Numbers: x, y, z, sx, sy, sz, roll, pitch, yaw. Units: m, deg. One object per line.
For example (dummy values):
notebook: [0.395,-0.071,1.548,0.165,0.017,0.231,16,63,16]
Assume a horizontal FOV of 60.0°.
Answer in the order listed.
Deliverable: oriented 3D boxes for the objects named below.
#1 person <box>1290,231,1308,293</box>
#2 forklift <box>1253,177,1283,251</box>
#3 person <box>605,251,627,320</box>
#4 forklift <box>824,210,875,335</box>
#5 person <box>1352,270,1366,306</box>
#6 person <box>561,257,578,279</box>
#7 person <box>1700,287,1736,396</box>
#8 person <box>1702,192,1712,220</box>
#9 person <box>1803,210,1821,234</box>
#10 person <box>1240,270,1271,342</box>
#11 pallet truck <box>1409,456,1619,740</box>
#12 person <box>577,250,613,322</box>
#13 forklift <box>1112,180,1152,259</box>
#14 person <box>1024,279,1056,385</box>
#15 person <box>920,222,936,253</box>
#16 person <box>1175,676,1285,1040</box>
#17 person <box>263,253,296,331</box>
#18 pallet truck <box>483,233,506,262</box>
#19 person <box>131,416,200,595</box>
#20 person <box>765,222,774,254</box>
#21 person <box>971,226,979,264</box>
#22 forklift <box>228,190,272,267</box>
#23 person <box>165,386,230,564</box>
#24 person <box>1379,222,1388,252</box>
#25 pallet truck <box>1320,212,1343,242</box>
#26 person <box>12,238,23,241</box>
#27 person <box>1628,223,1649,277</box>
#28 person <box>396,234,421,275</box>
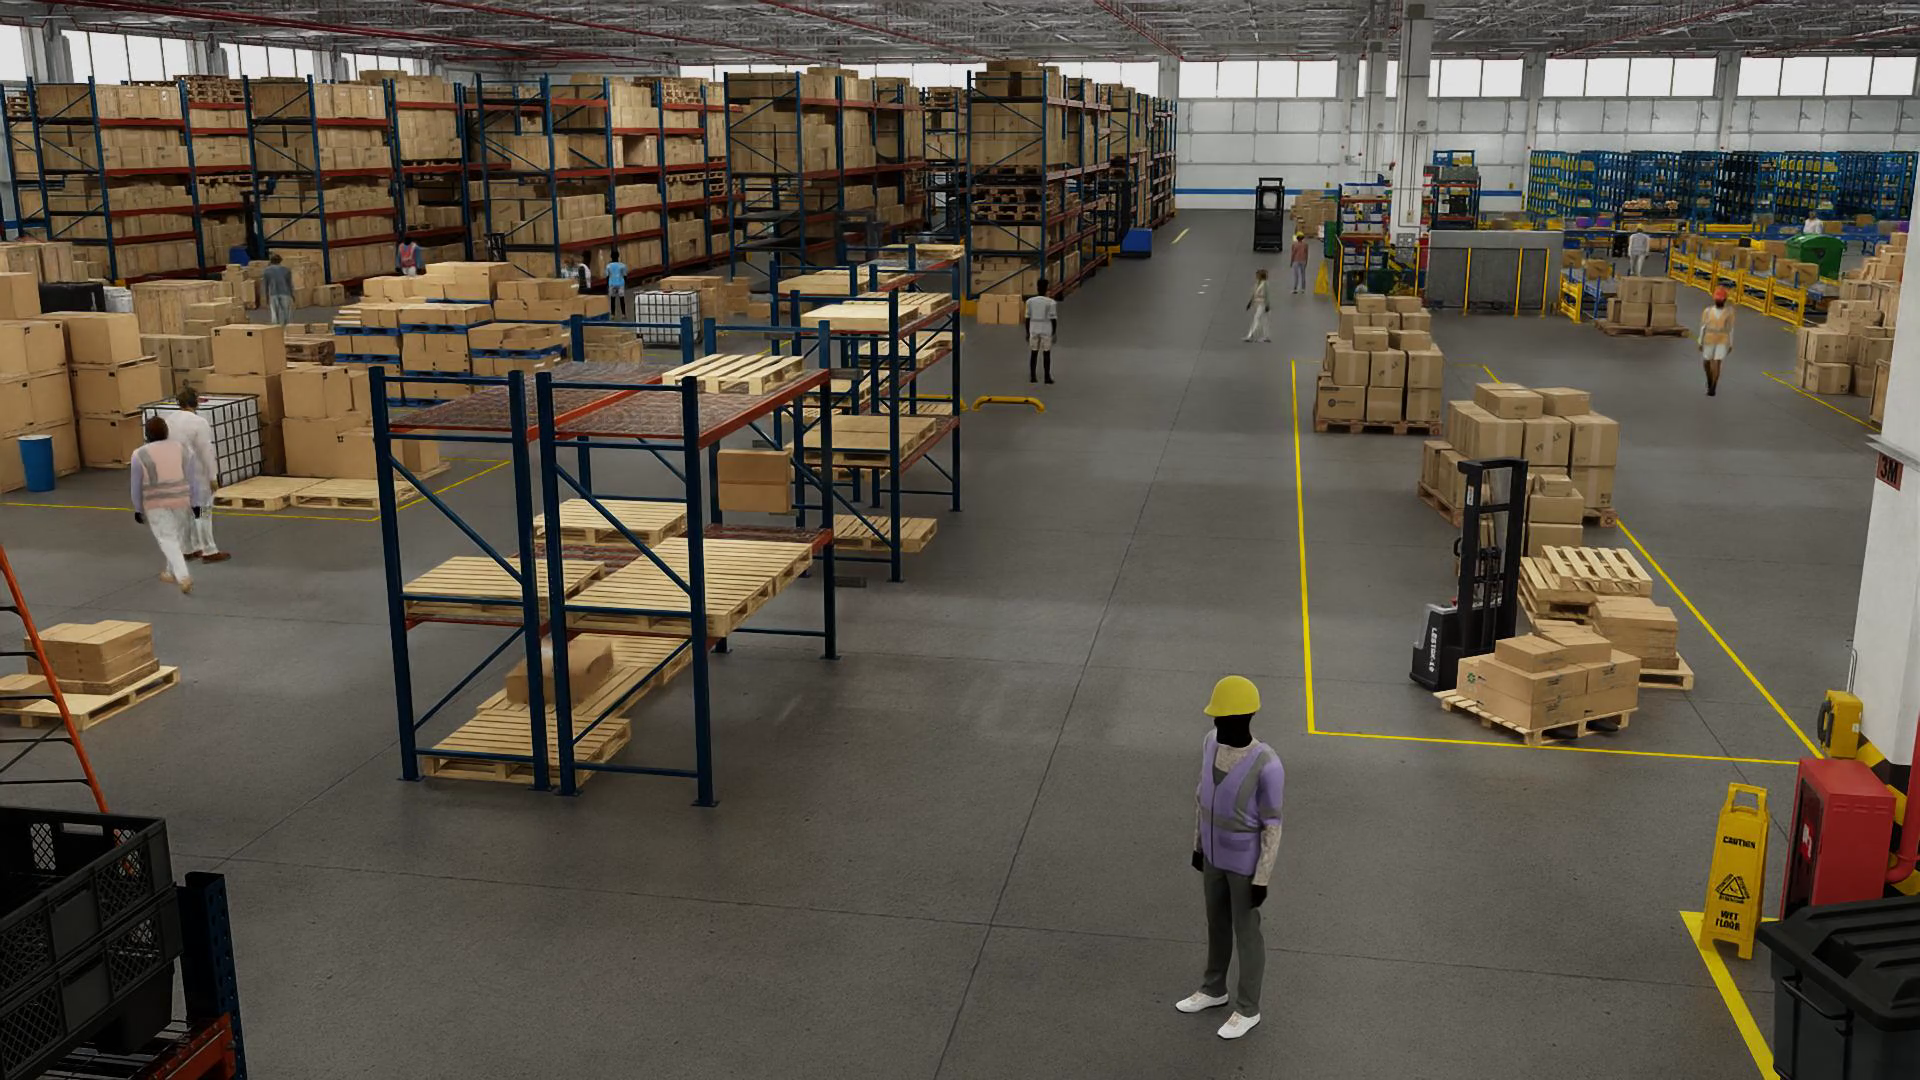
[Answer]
person: [9.810,-8.040,48.139,0.527,1.768,0.331,-3,14,-13]
forklift: [12.083,-12.747,64.956,1.129,2.768,1.873,3,14,10]
person: [-8.522,-6.317,41.289,0.536,1.696,0.318,-2,14,-8]
forklift: [-2.439,-6.210,38.415,1.129,2.768,1.873,3,14,10]
person: [8.015,-4.581,33.968,0.924,1.828,0.544,5,15,18]
person: [-9.388,-6.029,40.252,0.527,1.631,0.320,1,14,3]
person: [13.458,-3.541,29.572,0.546,1.922,0.654,9,16,32]
person: [36.158,-16.073,80.673,0.622,1.806,0.592,7,15,25]
person: [29.876,-10.613,58.359,0.551,1.888,0.644,-6,15,-22]
person: [6.569,-5.175,36.842,0.829,1.601,0.515,-3,14,-13]
pallet truck: [4.504,0.400,13.395,0.823,1.965,1.885,-6,15,-23]
person: [-8.744,-5.878,39.169,1.029,1.851,0.628,0,14,2]
forklift: [6.082,-11.722,60.796,1.873,2.768,1.129,2,14,9]
person: [1.490,-3.833,30.647,0.609,1.965,0.369,6,15,22]
person: [-1.049,-9.562,54.494,0.536,1.685,0.362,2,14,8]
person: [1.402,1.620,8.590,0.366,1.927,0.585,-8,16,-31]
person: [-15.350,-5.511,37.559,0.643,1.926,0.432,-3,14,-13]
pallet truck: [-11.832,-7.026,43.548,1.885,1.965,0.823,8,16,28]
person: [-8.031,-0.355,16.884,0.920,1.808,0.625,11,18,39]
person: [-7.146,-11.642,63.059,0.494,1.624,0.279,-4,14,-15]
person: [0.471,-10.489,57.515,0.384,2.039,0.616,-5,15,-20]
forklift: [-21.468,-9.315,51.024,1.873,2.768,1.129,7,16,27]
person: [-8.301,-0.698,18.026,0.655,1.928,0.373,6,15,23]
person: [14.338,-9.912,56.055,0.416,1.612,0.562,-1,14,-5]
pallet truck: [15.874,-13.227,70.310,0.680,1.201,1.601,10,17,35]
person: [-23.749,-6.706,42.324,0.569,1.967,0.627,0,14,-1]
person: [21.053,-8.914,51.609,0.602,1.805,0.792,3,14,13]
person: [-15.375,-7.588,46.243,0.627,1.800,0.931,3,14,12]
